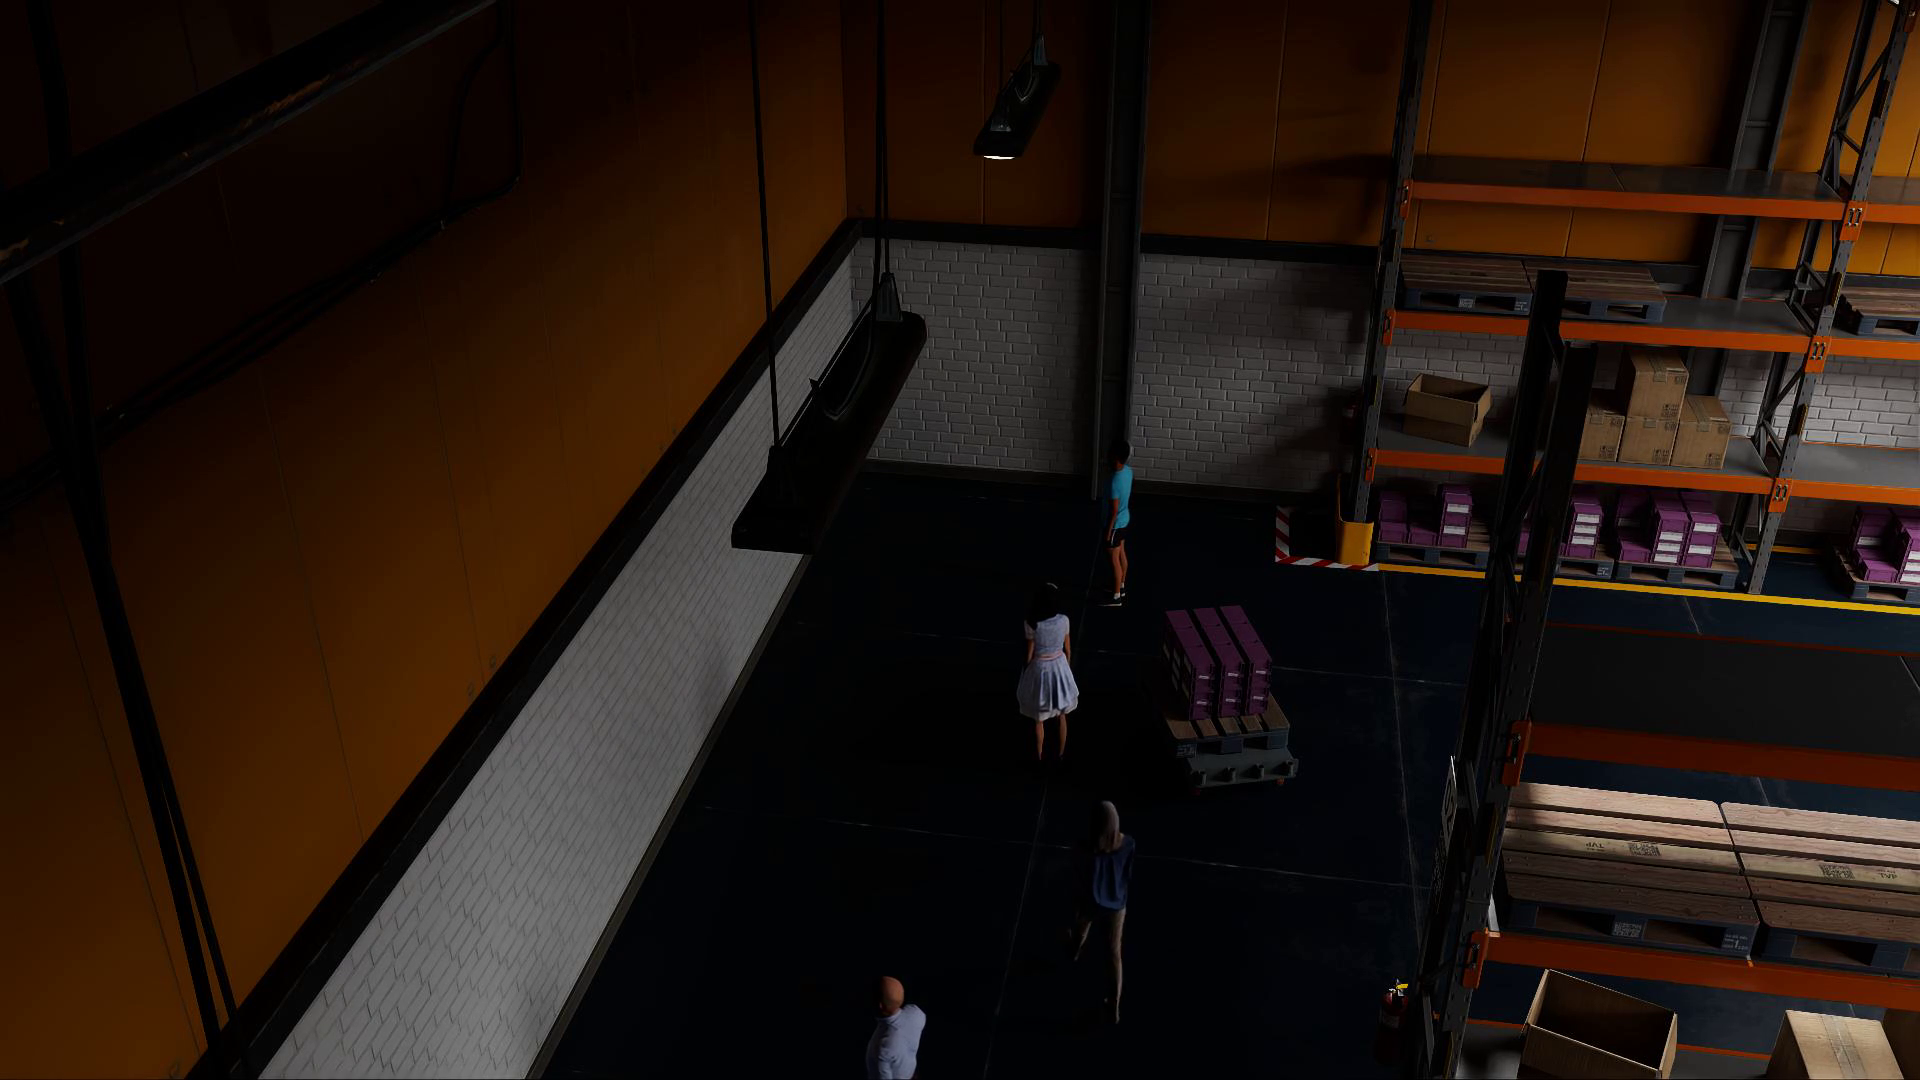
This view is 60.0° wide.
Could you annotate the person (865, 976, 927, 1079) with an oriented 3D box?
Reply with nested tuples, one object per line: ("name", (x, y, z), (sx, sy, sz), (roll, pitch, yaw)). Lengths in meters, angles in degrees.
("person", (-0.397, 3.341, 10.013), (0.649, 1.789, 0.703), (13, 31, 23))

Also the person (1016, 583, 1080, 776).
("person", (0.730, 1.172, 13.959), (0.766, 1.818, 0.856), (-4, 29, -7))

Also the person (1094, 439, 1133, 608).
("person", (1.548, -0.176, 16.476), (0.562, 1.774, 0.656), (10, 30, 17))

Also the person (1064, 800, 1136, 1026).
("person", (1.011, 2.596, 11.533), (1.167, 1.642, 0.974), (-6, 29, -10))
